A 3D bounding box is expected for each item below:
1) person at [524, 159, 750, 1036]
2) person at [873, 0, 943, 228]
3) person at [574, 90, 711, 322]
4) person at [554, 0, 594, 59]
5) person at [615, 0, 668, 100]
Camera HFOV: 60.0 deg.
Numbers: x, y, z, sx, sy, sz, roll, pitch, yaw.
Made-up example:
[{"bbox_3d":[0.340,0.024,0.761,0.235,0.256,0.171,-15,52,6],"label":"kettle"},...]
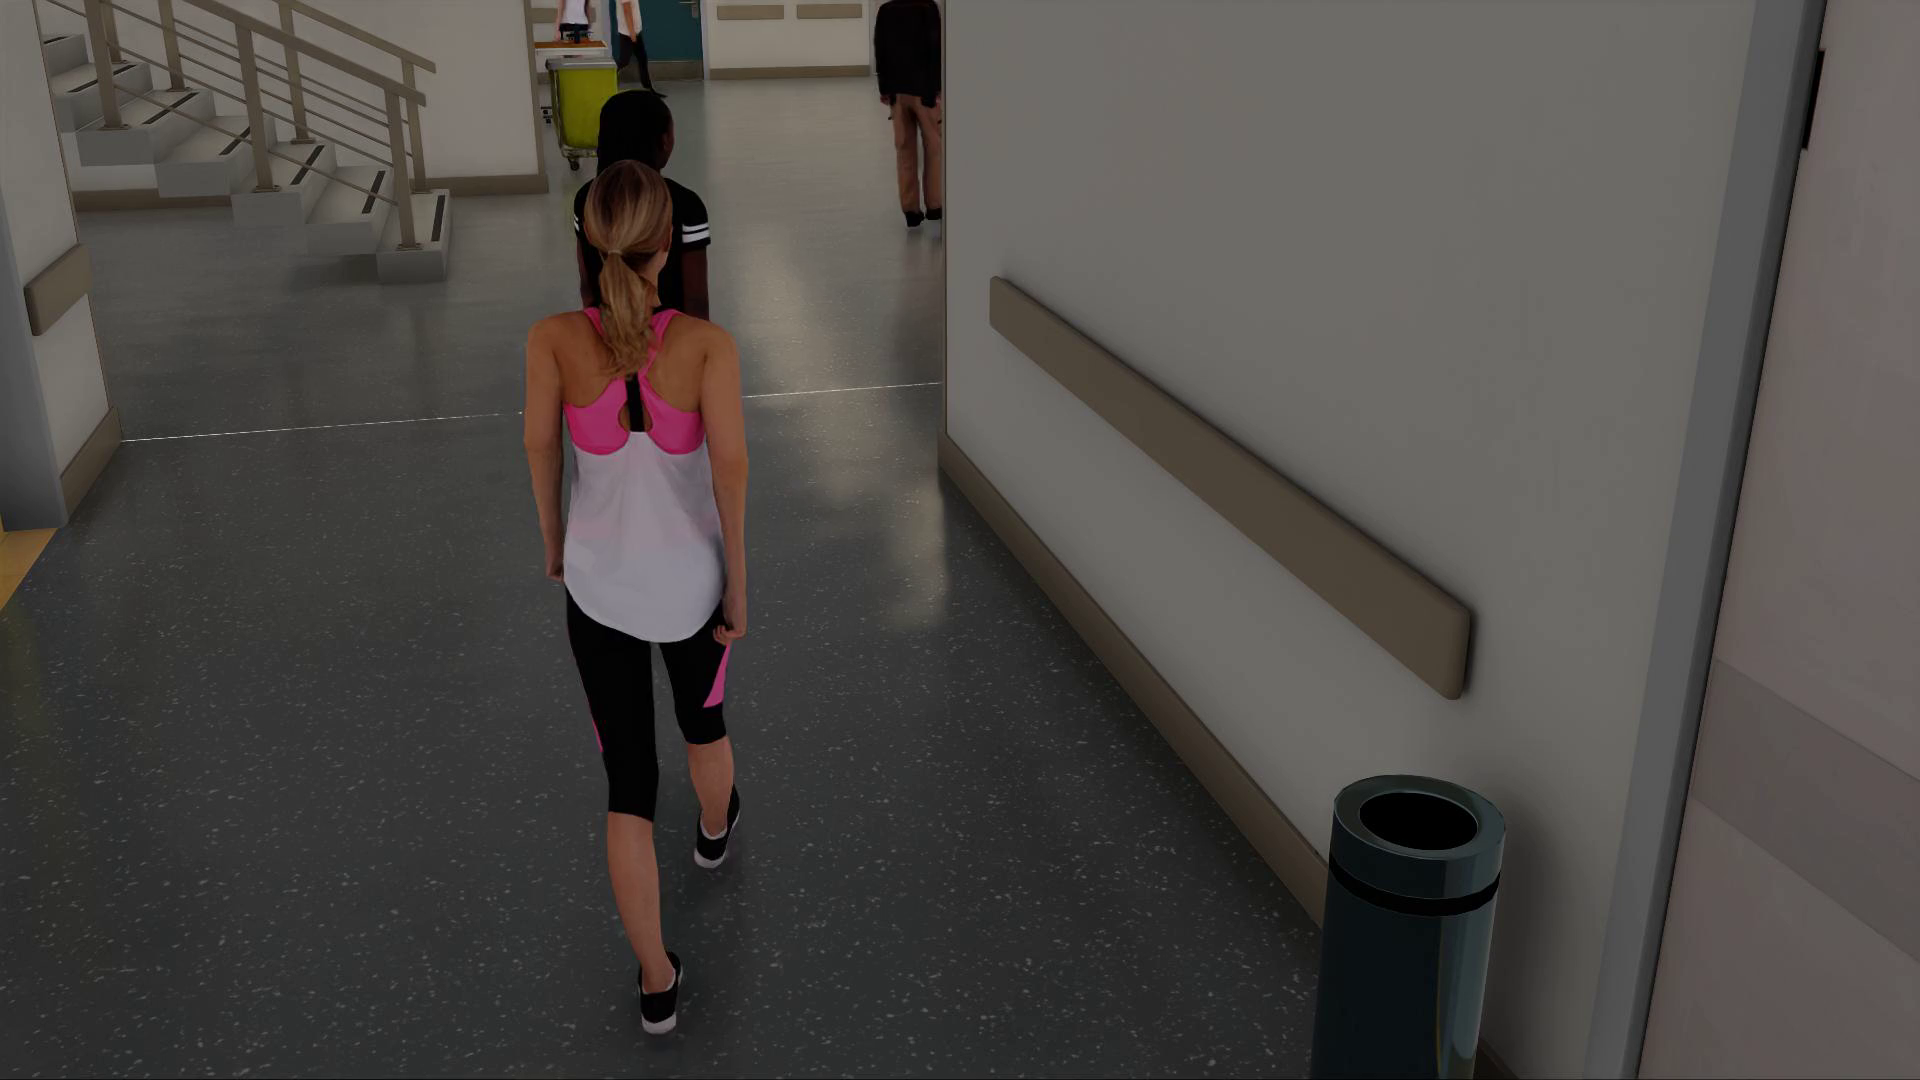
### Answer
[{"bbox_3d":[-0.651,0.173,3.365,1.055,1.747,0.791,-2,21,-6],"label":"person"},{"bbox_3d":[-0.343,-3.245,12.203,0.854,1.880,0.945,10,23,24],"label":"person"},{"bbox_3d":[-1.013,-0.486,5.185,1.155,1.690,0.979,2,21,5],"label":"person"},{"bbox_3d":[-4.648,-6.087,19.927,0.788,1.724,0.849,-14,25,-32],"label":"person"},{"bbox_3d":[-4.080,-6.154,20.109,1.129,1.688,0.764,-2,21,-5],"label":"person"}]
